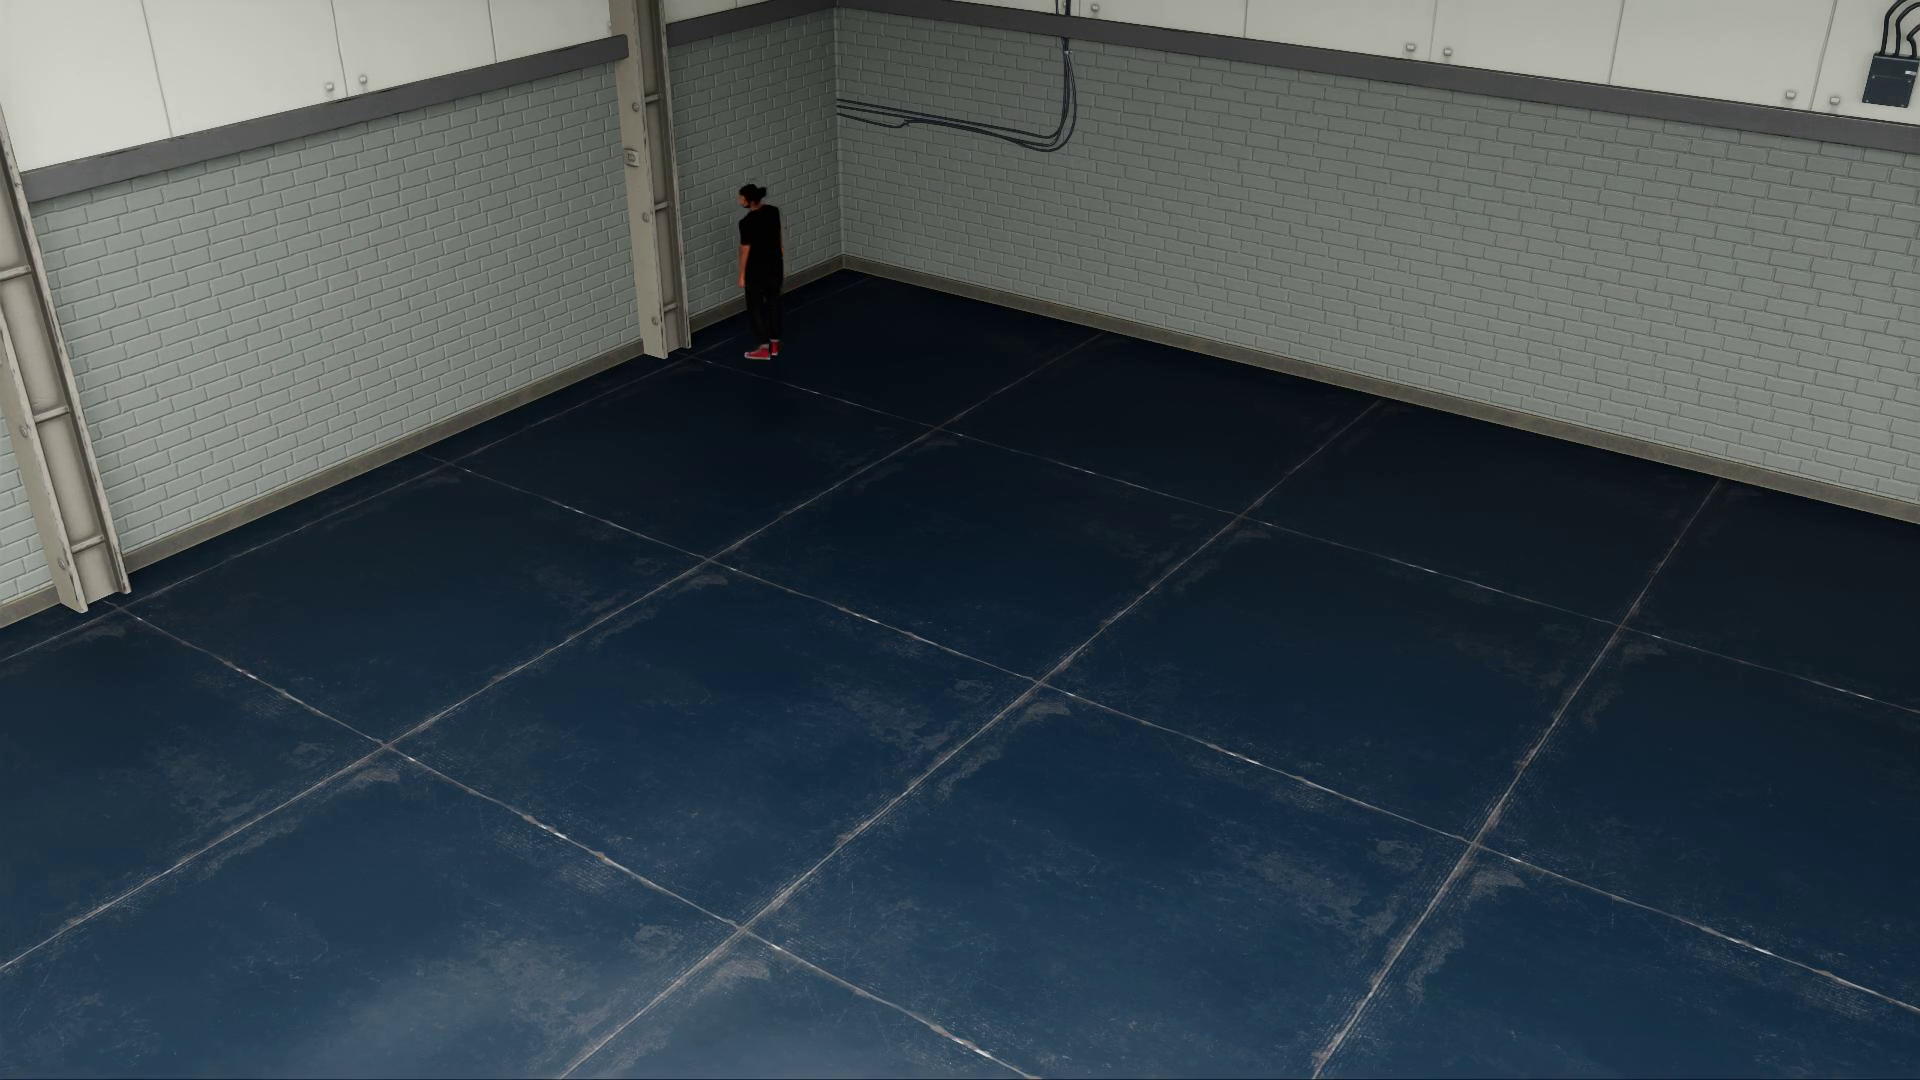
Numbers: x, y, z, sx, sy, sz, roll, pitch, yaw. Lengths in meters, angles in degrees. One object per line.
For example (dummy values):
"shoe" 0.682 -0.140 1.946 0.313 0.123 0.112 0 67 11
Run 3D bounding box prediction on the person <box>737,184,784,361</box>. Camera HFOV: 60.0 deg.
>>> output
"person" -1.884 -2.606 16.050 0.619 1.733 0.786 -14 31 -25
